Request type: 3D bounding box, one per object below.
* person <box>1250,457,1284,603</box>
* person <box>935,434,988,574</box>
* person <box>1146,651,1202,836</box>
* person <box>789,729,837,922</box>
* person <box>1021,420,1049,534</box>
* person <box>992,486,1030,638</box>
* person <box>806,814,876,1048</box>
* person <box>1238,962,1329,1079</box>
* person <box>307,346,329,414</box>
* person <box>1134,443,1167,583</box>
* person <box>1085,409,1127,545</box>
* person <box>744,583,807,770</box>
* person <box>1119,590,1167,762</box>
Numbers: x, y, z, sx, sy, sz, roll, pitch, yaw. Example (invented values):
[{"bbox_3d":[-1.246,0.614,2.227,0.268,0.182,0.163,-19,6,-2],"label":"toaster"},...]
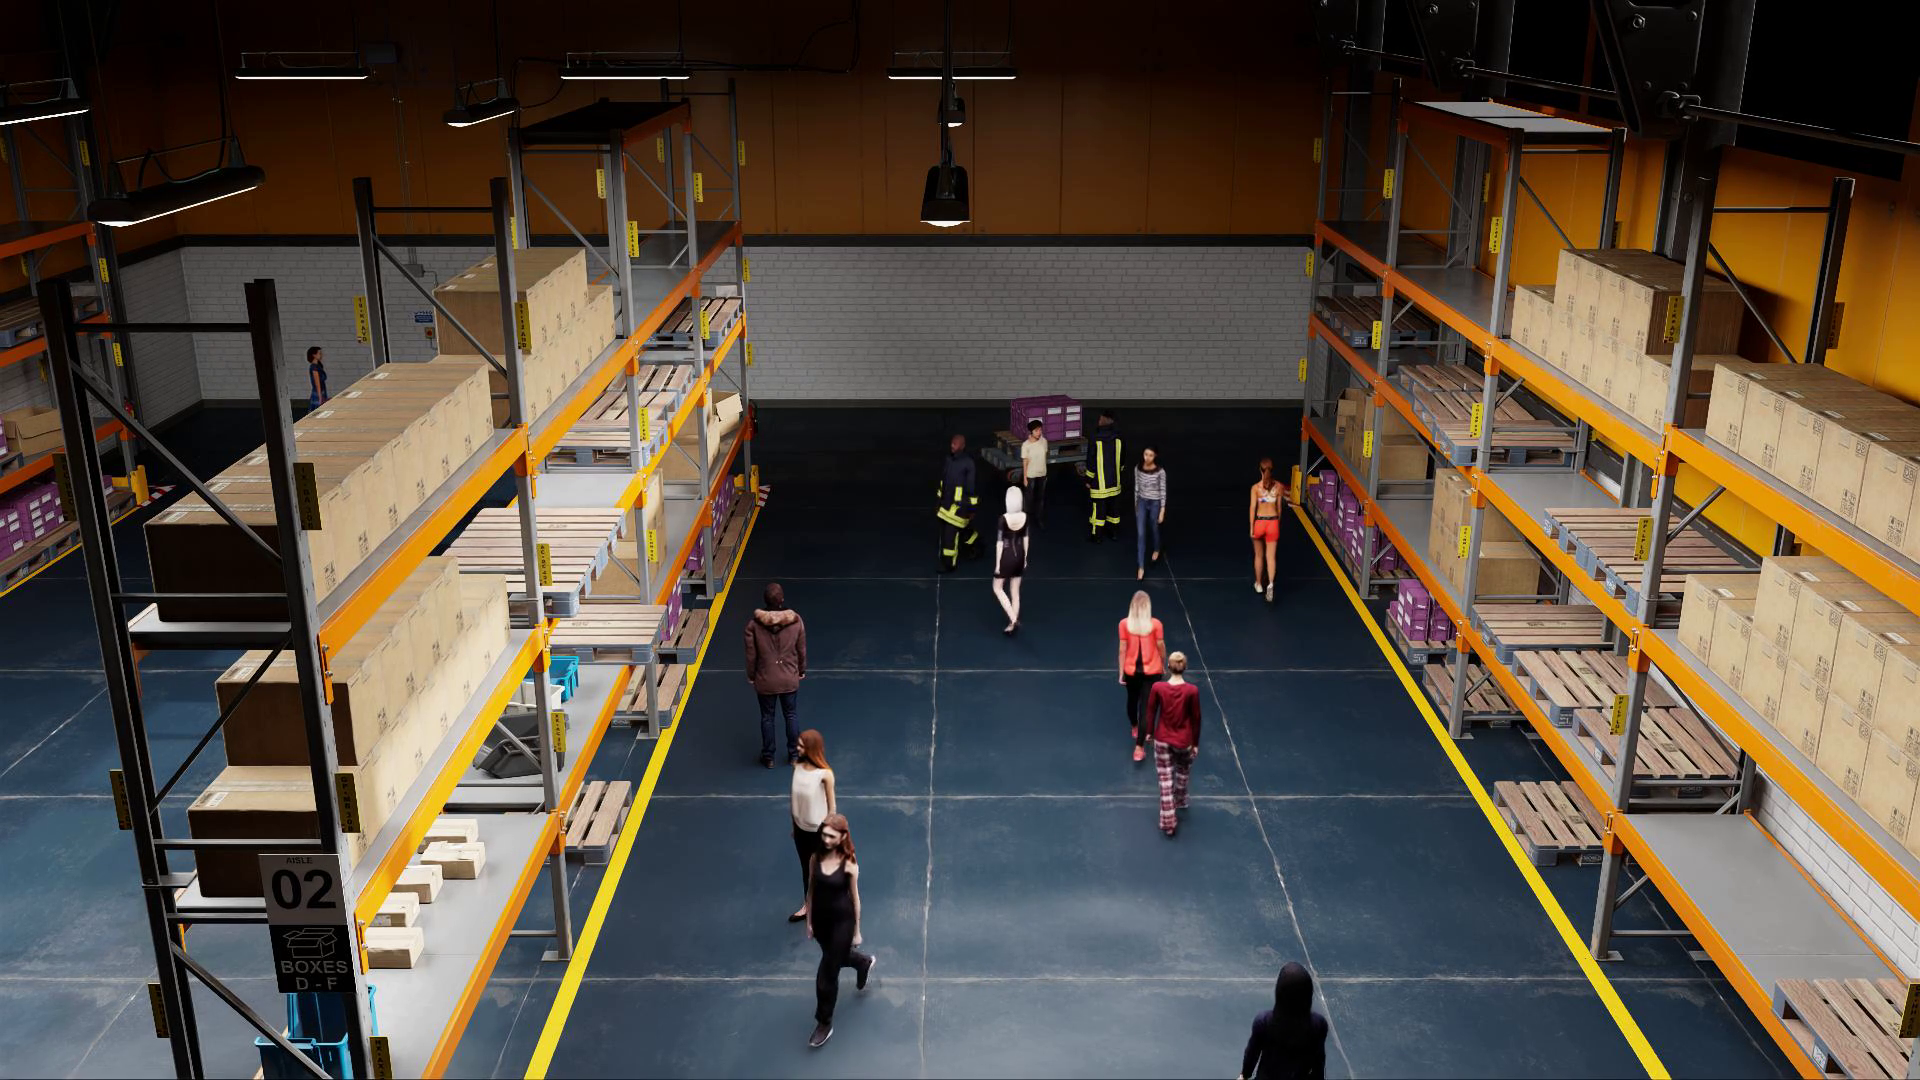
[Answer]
[{"bbox_3d":[3.753,-0.111,20.270,0.571,1.771,1.036,0,19,0],"label":"person"},{"bbox_3d":[0.030,-0.504,21.411,1.260,1.787,1.250,-15,24,-37],"label":"person"},{"bbox_3d":[1.883,1.809,14.715,0.750,1.677,0.992,3,19,9],"label":"person"},{"bbox_3d":[-1.157,2.282,13.244,0.643,1.719,0.681,14,23,36],"label":"person"},{"bbox_3d":[1.027,-0.885,22.863,0.657,1.584,0.658,-11,21,-29],"label":"person"},{"bbox_3d":[0.627,0.291,19.003,0.754,1.818,0.817,-10,21,-27],"label":"person"},{"bbox_3d":[-0.848,2.715,11.969,0.923,1.713,1.190,10,21,26],"label":"person"},{"bbox_3d":[1.963,3.386,10.006,0.668,1.694,1.020,-2,19,-5],"label":"person"},{"bbox_3d":[-10.136,-2.185,26.374,0.808,1.805,0.662,-8,20,-22],"label":"person"},{"bbox_3d":[2.433,-0.378,21.117,0.880,1.736,1.211,7,20,21],"label":"person"},{"bbox_3d":[1.949,-0.872,22.390,0.859,1.860,0.857,-9,20,-24],"label":"person"},{"bbox_3d":[-1.760,1.298,15.967,0.831,1.847,0.784,-5,19,-15],"label":"person"},{"bbox_3d":[1.762,1.336,16.150,0.856,1.659,1.183,6,20,17],"label":"person"}]
